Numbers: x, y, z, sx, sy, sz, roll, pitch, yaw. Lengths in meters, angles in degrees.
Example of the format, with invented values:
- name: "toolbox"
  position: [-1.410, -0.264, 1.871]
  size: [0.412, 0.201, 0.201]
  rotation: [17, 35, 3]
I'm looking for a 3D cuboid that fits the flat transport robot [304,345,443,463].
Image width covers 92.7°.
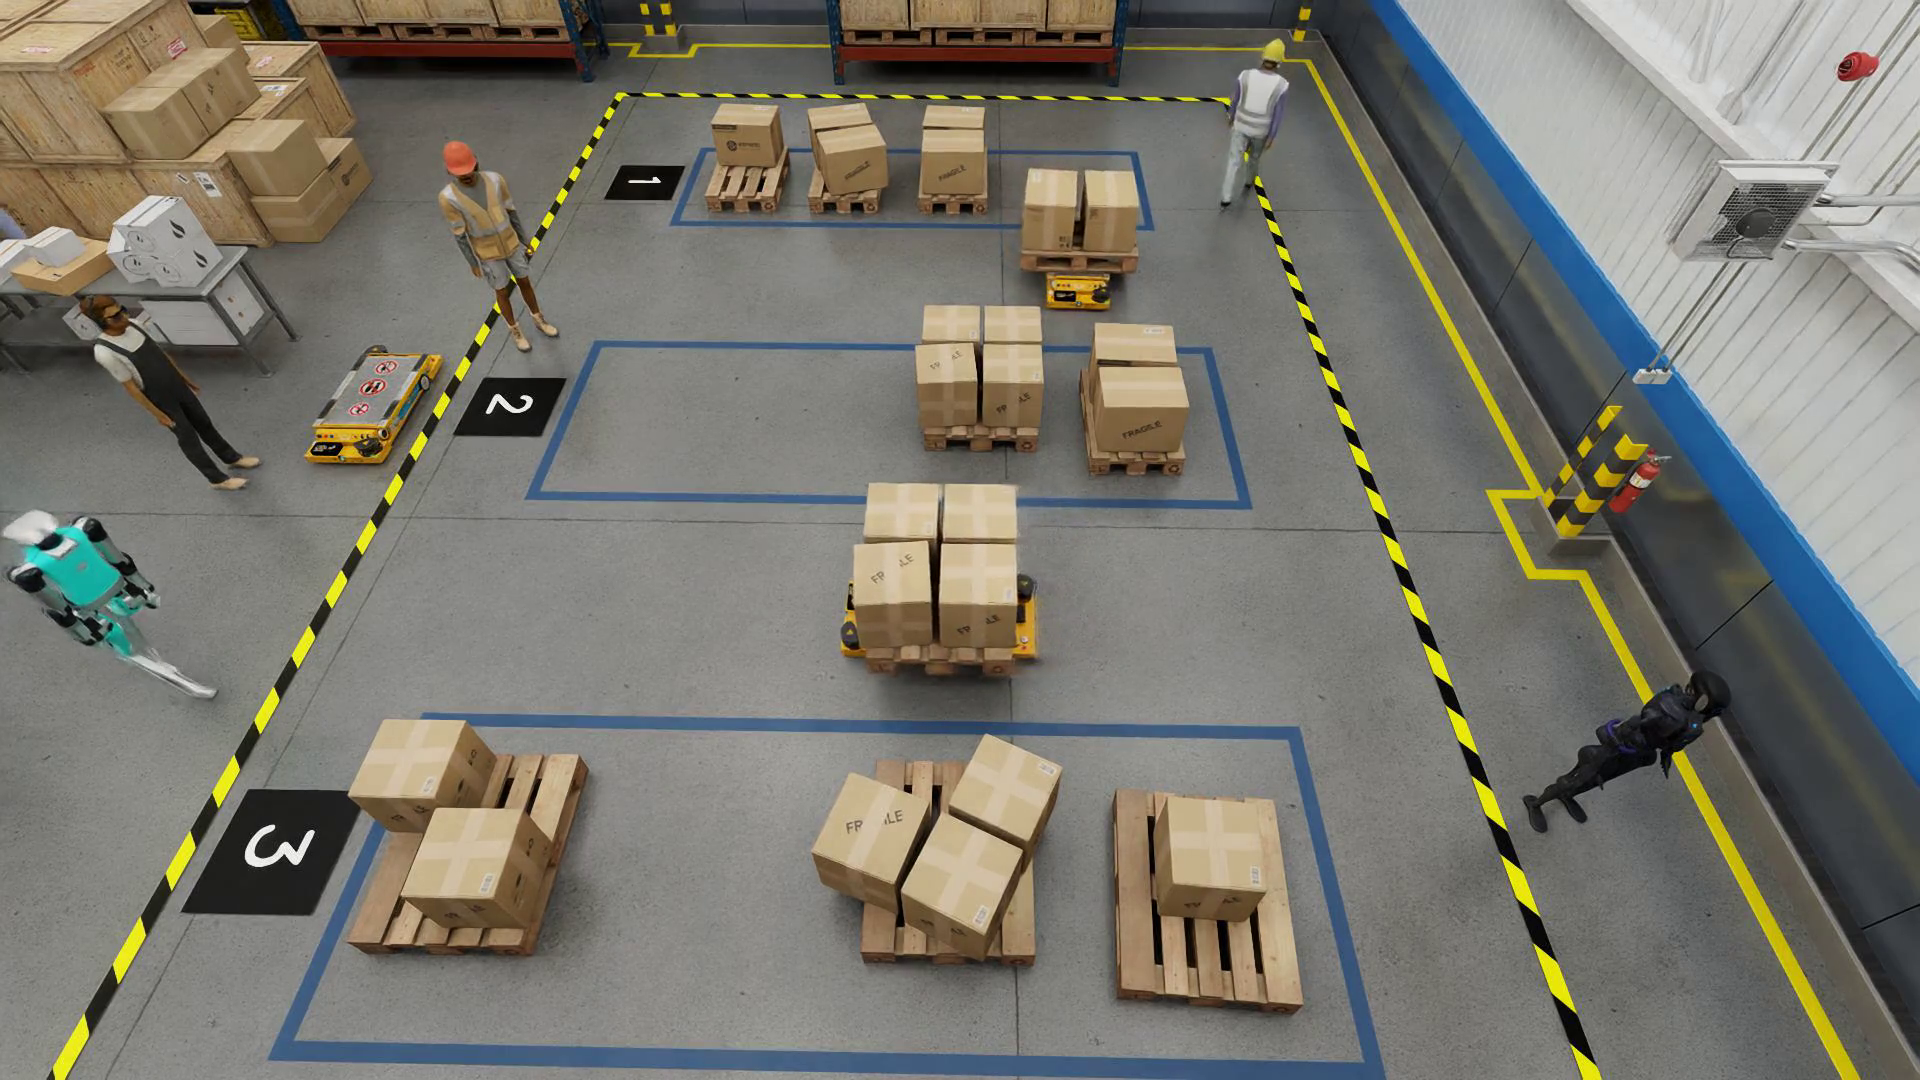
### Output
- name: "flat transport robot"
  position: [-5.383, -1.269, 8.441]
  size: [0.659, 0.231, 1.431]
  rotation: [1, 50, 1]

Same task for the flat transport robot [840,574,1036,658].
- name: "flat transport robot"
  position: [-0.155, 0.554, 6.880]
  size: [1.431, 0.197, 0.652]
  rotation: [1, 50, 1]

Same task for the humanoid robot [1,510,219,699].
- name: "humanoid robot"
  position: [-5.673, 0.435, 6.037]
  size: [0.900, 1.766, 0.546]
  rotation: [12, 51, 10]

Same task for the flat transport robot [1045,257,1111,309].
- name: "flat transport robot"
  position: [1.253, -3.001, 9.888]
  size: [0.652, 0.197, 1.431]
  rotation: [2, 50, 1]

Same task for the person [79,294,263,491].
- name: "person"
  position: [-6.309, -1.156, 7.320]
  size: [0.352, 1.841, 0.505]
  rotation: [-3, 50, -2]

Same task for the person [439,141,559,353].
- name: "person"
  position: [-4.267, -2.693, 8.485]
  size: [0.373, 2.039, 0.614]
  rotation: [35, 58, 26]

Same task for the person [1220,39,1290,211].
- name: "person"
  position: [3.303, -4.681, 10.334]
  size: [0.594, 1.784, 0.927]
  rotation: [19, 52, 16]

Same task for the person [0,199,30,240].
- name: "person"
  position: [-9.794, -3.276, 9.179]
  size: [0.905, 1.717, 0.546]
  rotation: [19, 52, 15]

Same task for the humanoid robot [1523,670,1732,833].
- name: "humanoid robot"
  position: [3.924, 1.252, 5.375]
  size: [0.599, 1.657, 0.315]
  rotation: [-7, 50, -6]
